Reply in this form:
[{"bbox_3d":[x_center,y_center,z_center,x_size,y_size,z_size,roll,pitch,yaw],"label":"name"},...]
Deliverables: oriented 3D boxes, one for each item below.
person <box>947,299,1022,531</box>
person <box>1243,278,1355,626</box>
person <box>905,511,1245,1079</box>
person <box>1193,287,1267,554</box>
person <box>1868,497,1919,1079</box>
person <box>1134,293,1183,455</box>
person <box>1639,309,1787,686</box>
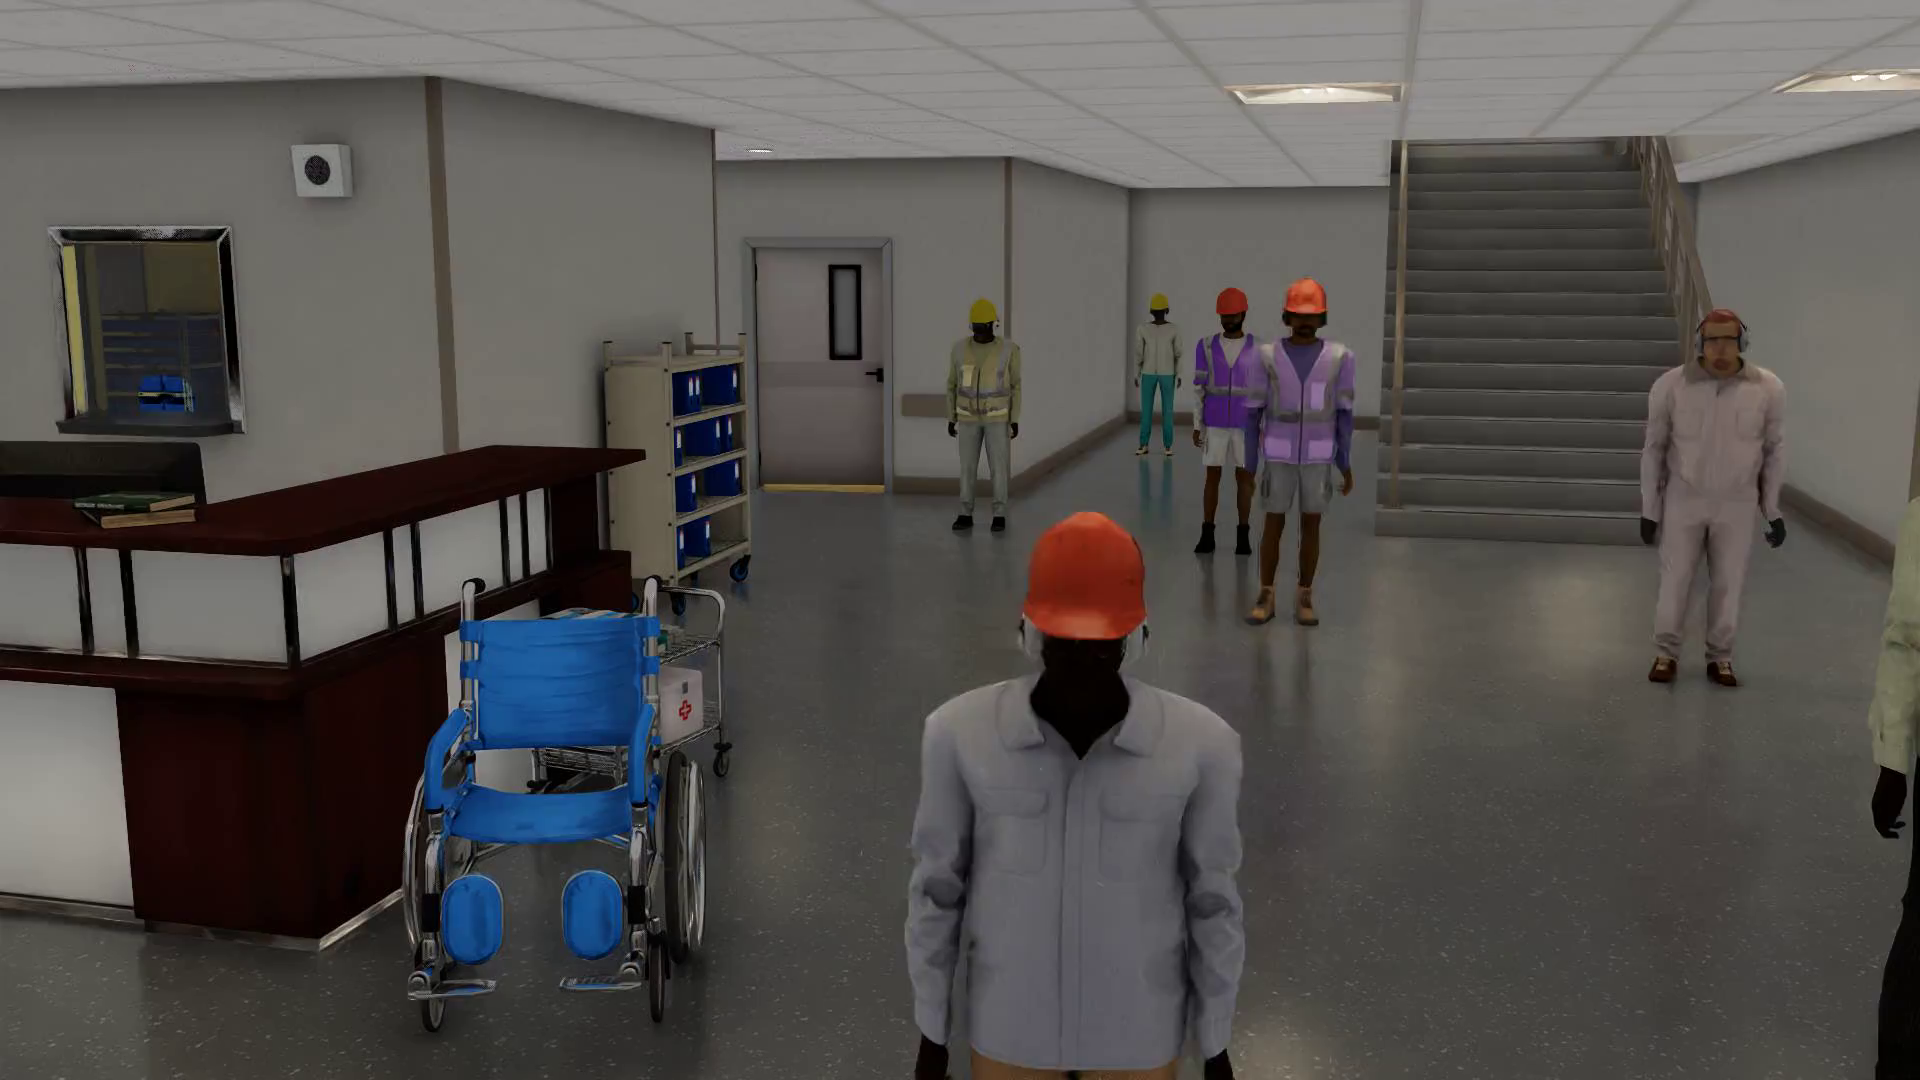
[{"bbox_3d":[0.181,-0.978,13.095,0.600,1.827,0.404,2,10,14],"label":"person"},{"bbox_3d":[1.957,-0.486,9.657,0.644,2.029,0.445,1,10,8],"label":"person"},{"bbox_3d":[0.193,0.811,2.836,0.583,1.742,0.389,1,10,7],"label":"person"},{"bbox_3d":[1.956,-0.853,12.040,0.551,1.934,0.373,2,10,14],"label":"person"},{"bbox_3d":[2.411,0.521,3.777,0.622,1.992,0.396,2,10,14],"label":"person"},{"bbox_3d":[2.153,-1.794,18.086,0.533,1.765,0.331,2,10,14],"label":"person"},{"bbox_3d":[3.775,-0.196,8.340,0.690,1.895,0.444,3,10,18],"label":"person"}]
